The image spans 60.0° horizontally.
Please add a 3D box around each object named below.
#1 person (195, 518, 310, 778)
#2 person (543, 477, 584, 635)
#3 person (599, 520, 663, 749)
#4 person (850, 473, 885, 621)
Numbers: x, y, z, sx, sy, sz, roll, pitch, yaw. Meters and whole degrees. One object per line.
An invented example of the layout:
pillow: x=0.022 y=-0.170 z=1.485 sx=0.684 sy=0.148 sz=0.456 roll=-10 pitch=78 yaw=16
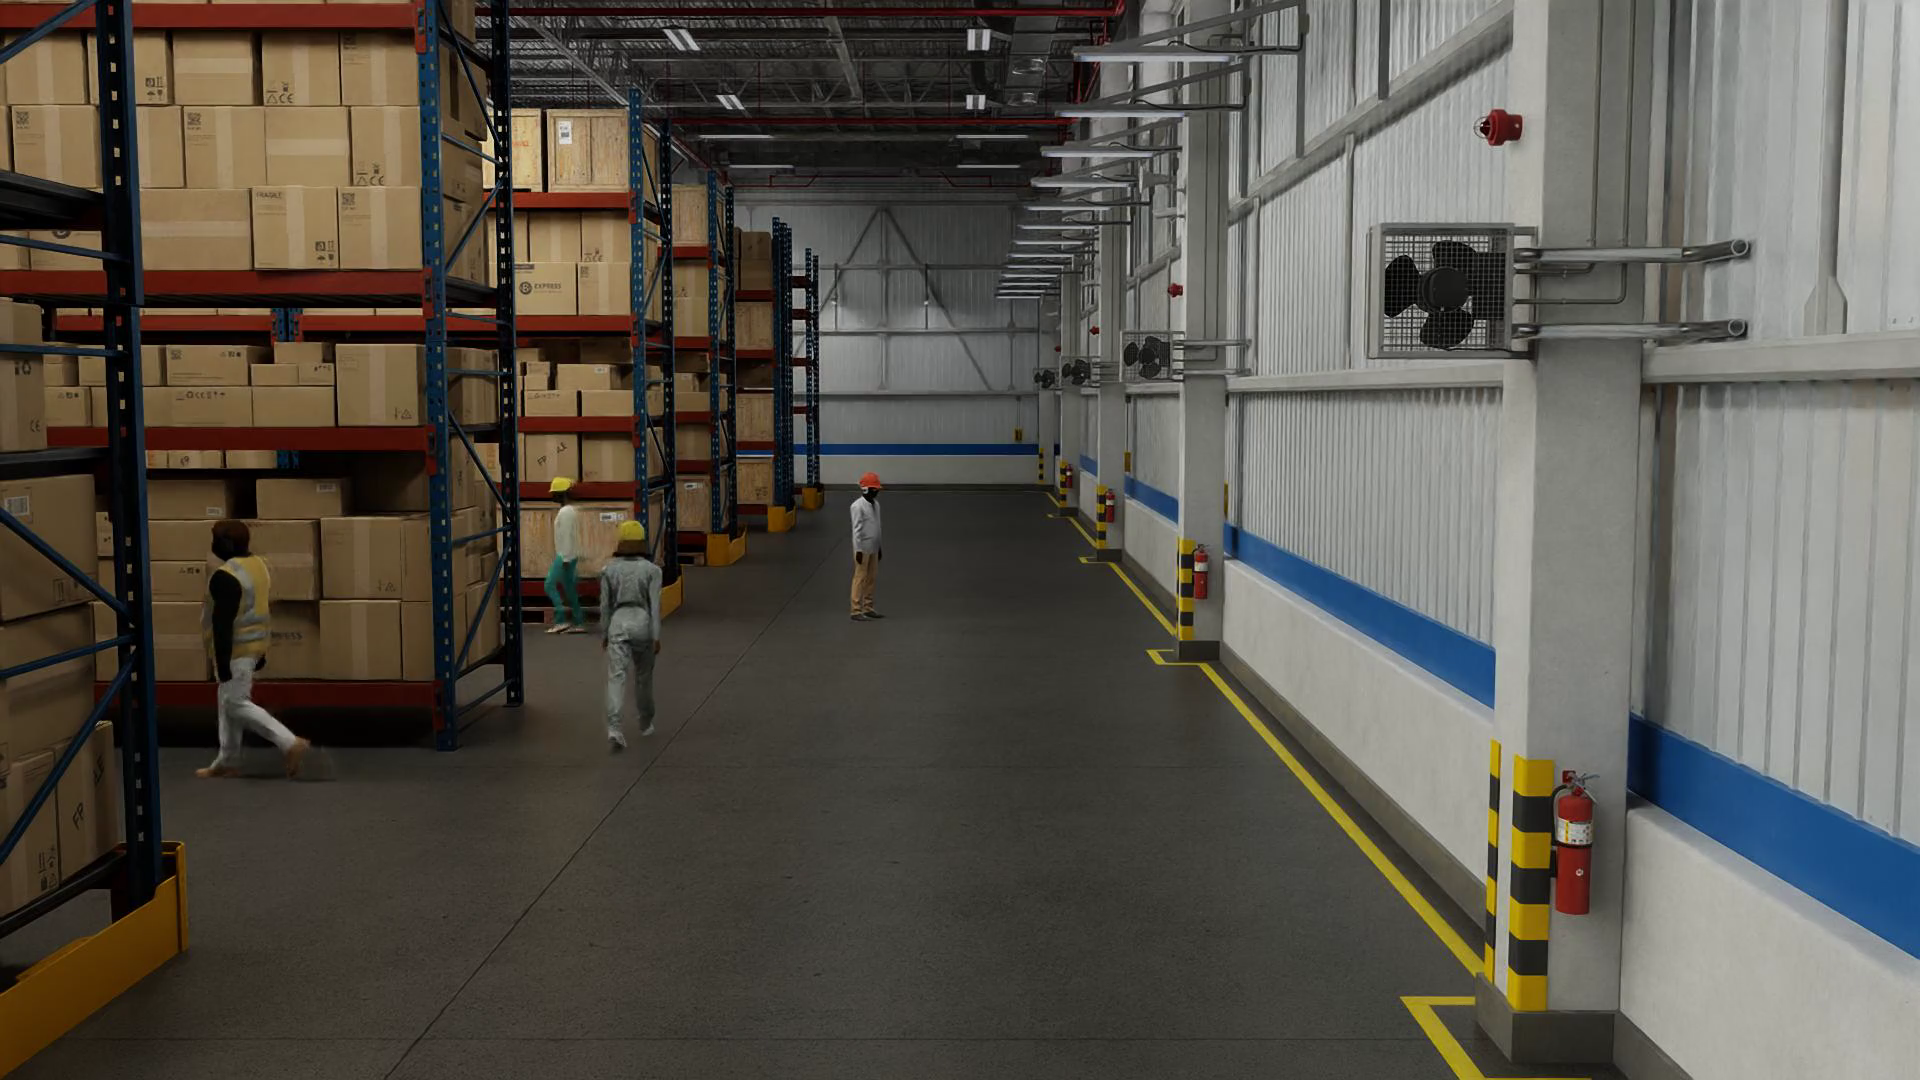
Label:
person: x=-4.838 y=0.752 z=11.314 sx=0.773 sy=1.822 sz=0.632 roll=0 pitch=5 yaw=-2
person: x=-4.415 y=0.185 z=18.301 sx=0.572 sy=1.743 sz=0.546 roll=-1 pitch=5 yaw=-8
person: x=-2.501 y=0.704 z=12.558 sx=0.493 sy=1.701 sz=0.906 roll=0 pitch=5 yaw=0
person: x=-1.067 y=0.080 z=19.538 sx=0.351 sy=1.742 sz=0.566 roll=2 pitch=5 yaw=27
